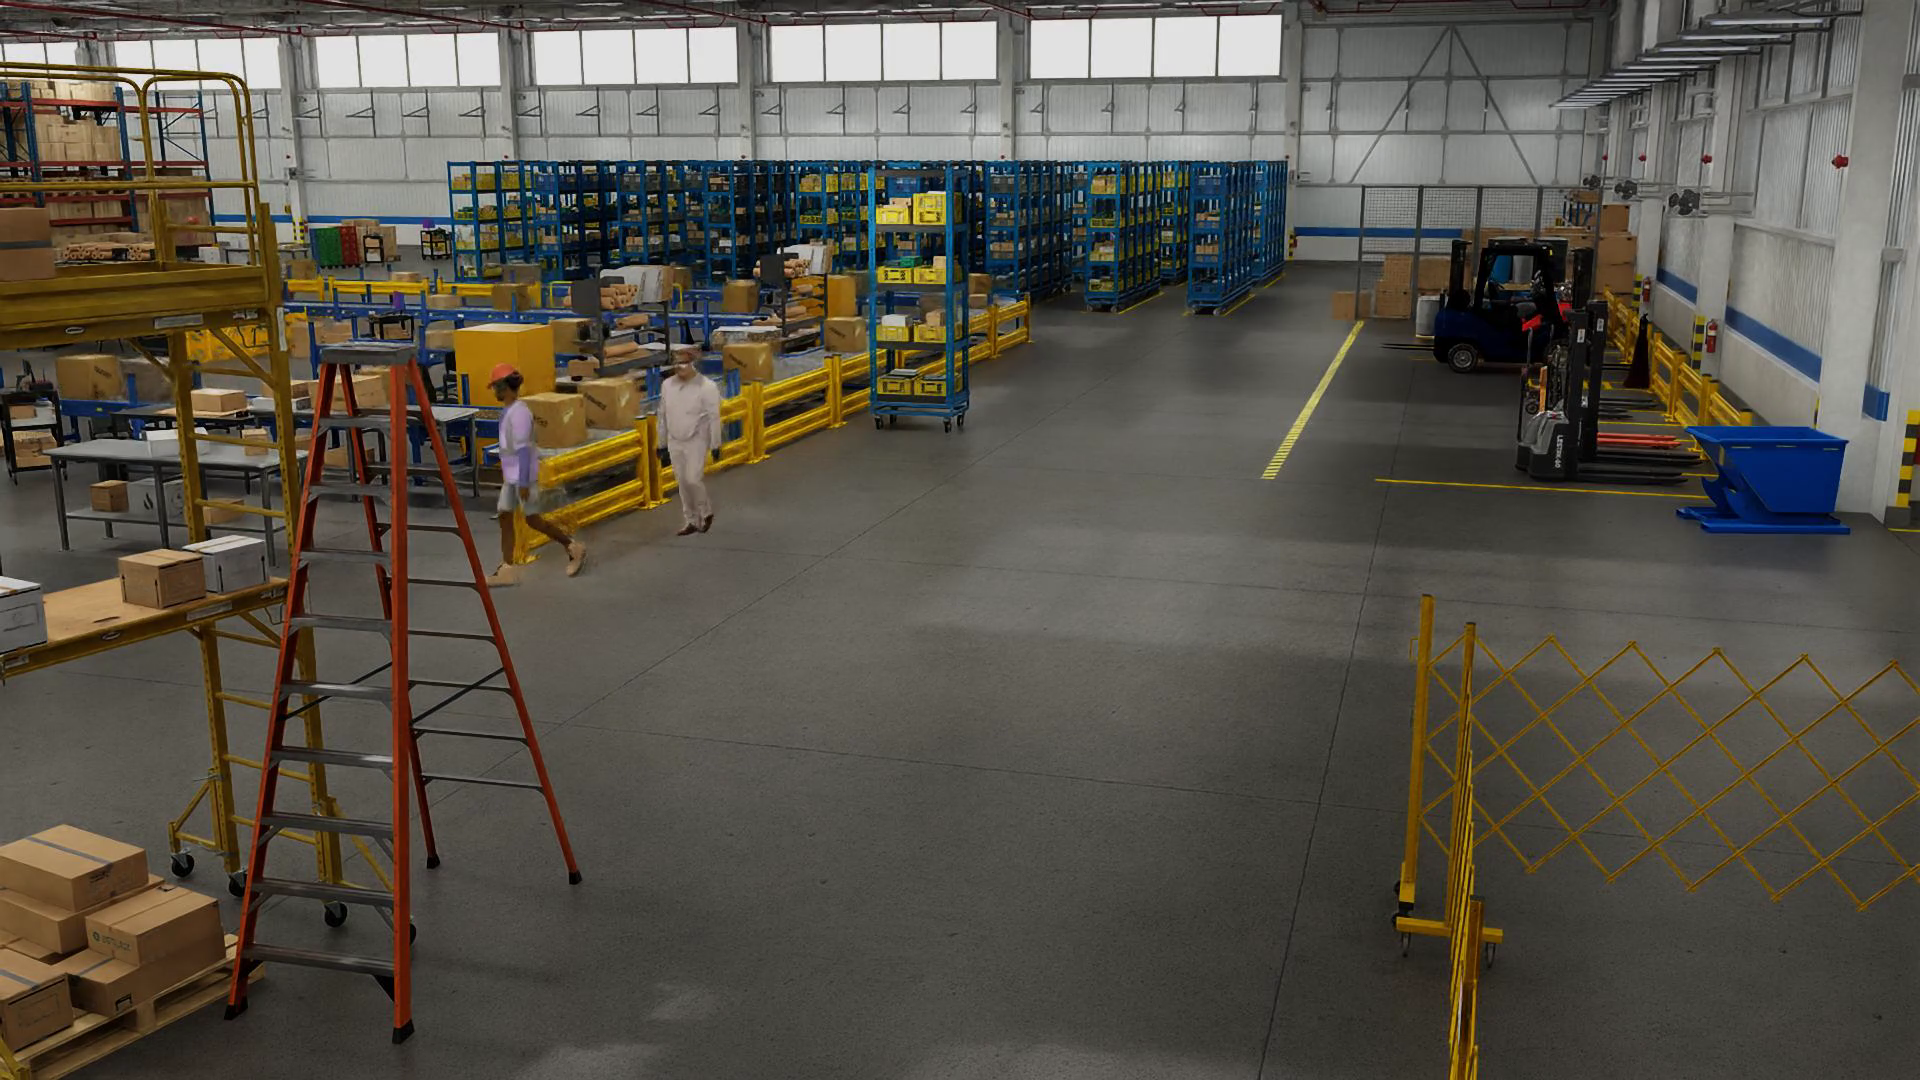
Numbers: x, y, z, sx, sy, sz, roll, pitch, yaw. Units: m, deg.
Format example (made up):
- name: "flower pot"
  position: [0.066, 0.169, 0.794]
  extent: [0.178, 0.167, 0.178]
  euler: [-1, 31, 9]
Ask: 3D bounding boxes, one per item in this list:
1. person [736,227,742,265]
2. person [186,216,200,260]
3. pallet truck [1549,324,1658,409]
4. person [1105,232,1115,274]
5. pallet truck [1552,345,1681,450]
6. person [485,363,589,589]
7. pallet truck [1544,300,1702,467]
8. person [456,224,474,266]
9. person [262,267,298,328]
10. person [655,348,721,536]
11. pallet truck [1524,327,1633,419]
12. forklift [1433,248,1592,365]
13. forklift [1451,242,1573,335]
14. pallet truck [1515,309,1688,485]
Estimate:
- name: "person"
  position: [-6.795, -8.842, 50.784]
  extent: [0.456, 1.817, 0.596]
  euler: [2, 13, 10]
- name: "person"
  position: [-23.650, -8.966, 51.089]
  extent: [0.950, 1.939, 0.634]
  euler: [-11, 17, -40]
- name: "pallet truck"
  position: [9.824, -2.669, 25.407]
  extent: [1.601, 1.201, 0.680]
  euler: [4, 14, 16]
- name: "person"
  position: [4.358, -8.239, 48.135]
  extent: [0.390, 1.838, 0.563]
  euler: [4, 14, 18]
- name: "pallet truck"
  position: [8.641, -1.896, 21.908]
  extent: [1.630, 1.274, 0.653]
  euler: [4, 14, 16]
- name: "person"
  position: [-3.836, -0.583, 14.758]
  extent: [0.950, 1.978, 0.665]
  euler: [-7, 15, -29]
- name: "pallet truck"
  position: [8.263, -1.952, 20.631]
  extent: [1.885, 1.965, 0.823]
  euler: [5, 14, 20]
- name: "person"
  position: [-15.244, -9.037, 51.380]
  extent: [0.634, 1.930, 0.539]
  euler: [-5, 14, -22]
- name: "person"
  position: [-15.064, -5.525, 36.674]
  extent: [0.909, 1.723, 0.528]
  euler: [1, 13, 6]
- name: "person"
  position: [-2.739, -0.969, 16.613]
  extent: [0.656, 1.889, 0.443]
  euler: [6, 14, 24]
- name: "pallet truck"
  position: [9.065, -2.460, 24.370]
  extent: [1.522, 1.261, 0.704]
  euler: [3, 13, 14]
- name: "forklift"
  position: [9.780, -4.111, 29.280]
  extent: [2.680, 1.987, 1.157]
  euler: [3, 13, 14]
- name: "forklift"
  position: [10.464, -4.597, 31.405]
  extent: [2.680, 1.987, 1.157]
  euler: [4, 14, 16]
- name: "pallet truck"
  position: [7.554, -1.677, 19.446]
  extent: [1.885, 1.965, 0.823]
  euler: [3, 13, 14]
